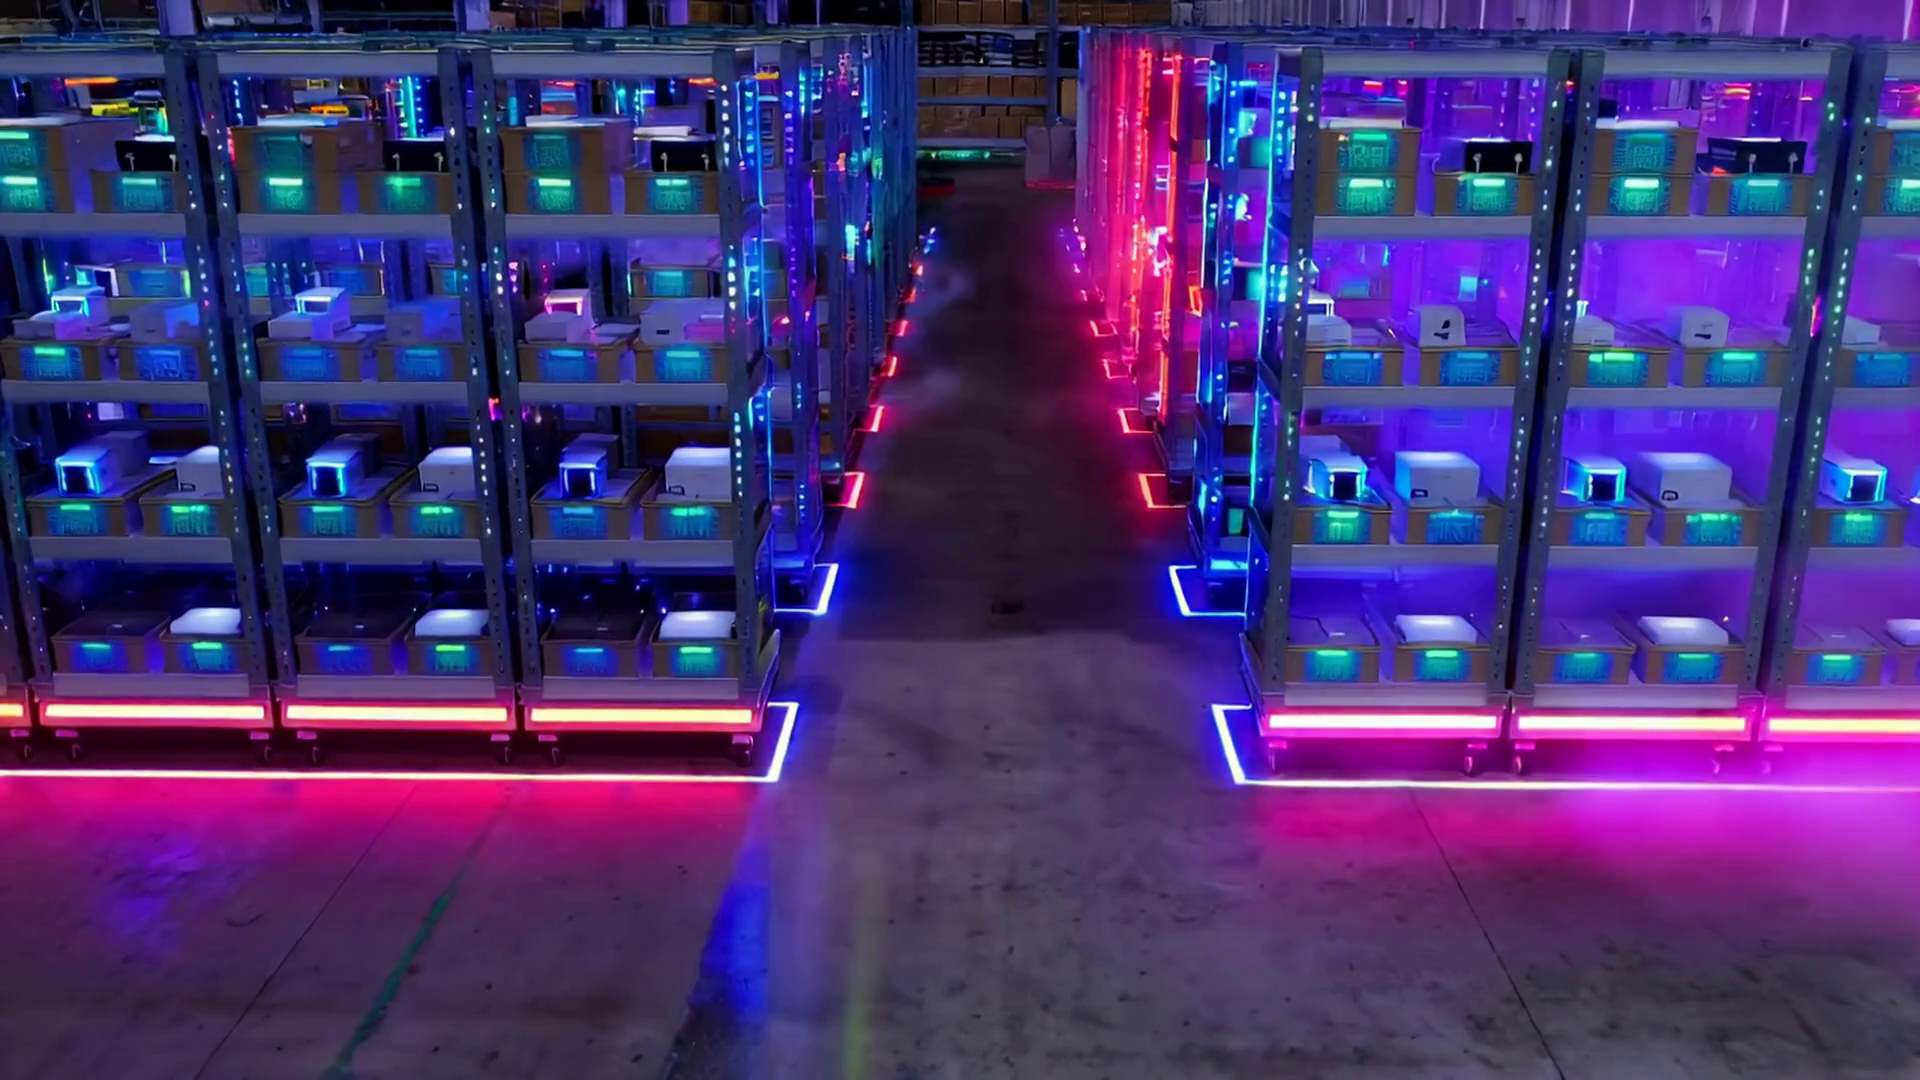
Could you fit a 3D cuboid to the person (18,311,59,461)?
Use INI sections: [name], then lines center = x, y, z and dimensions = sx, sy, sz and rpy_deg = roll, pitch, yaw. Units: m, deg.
[person]
center = -7.847, -1.434, 14.002
dimensions = 0.596, 1.783, 0.926
rpy_deg = -1, 17, -2
